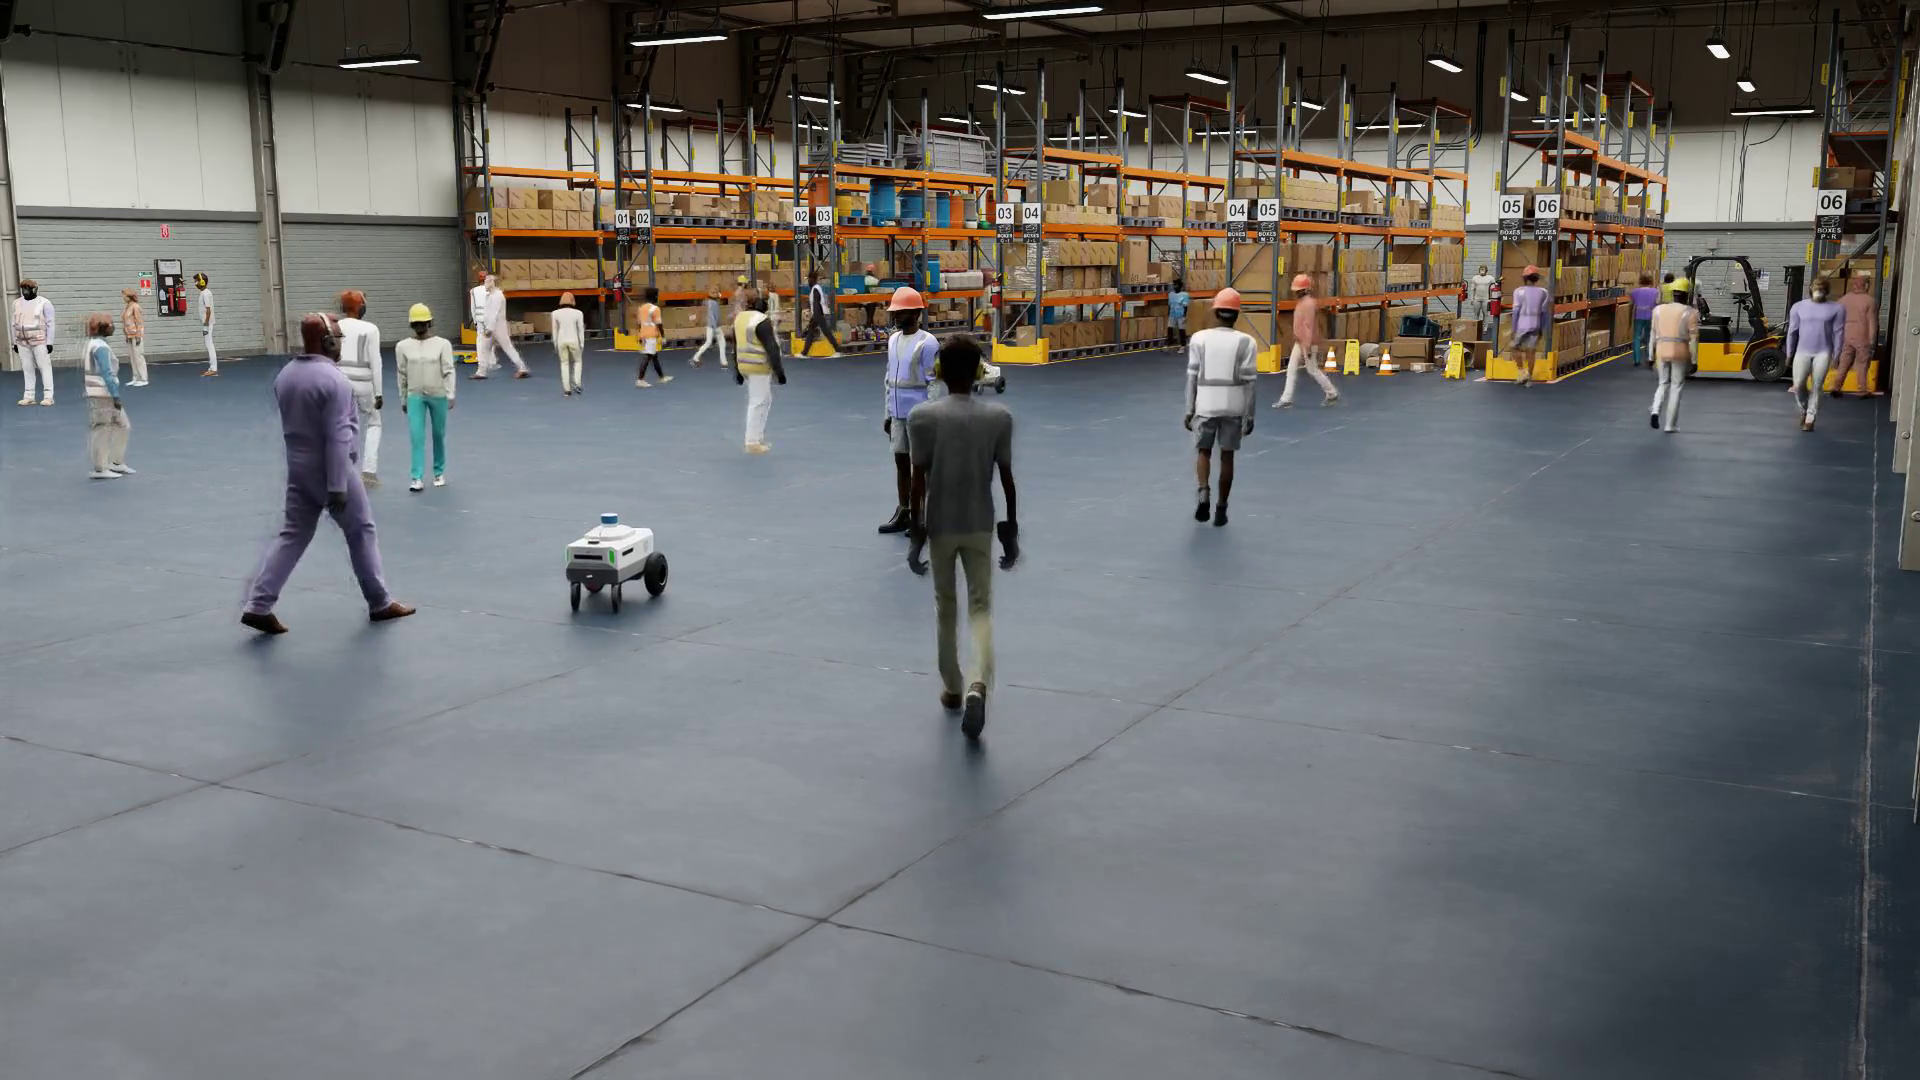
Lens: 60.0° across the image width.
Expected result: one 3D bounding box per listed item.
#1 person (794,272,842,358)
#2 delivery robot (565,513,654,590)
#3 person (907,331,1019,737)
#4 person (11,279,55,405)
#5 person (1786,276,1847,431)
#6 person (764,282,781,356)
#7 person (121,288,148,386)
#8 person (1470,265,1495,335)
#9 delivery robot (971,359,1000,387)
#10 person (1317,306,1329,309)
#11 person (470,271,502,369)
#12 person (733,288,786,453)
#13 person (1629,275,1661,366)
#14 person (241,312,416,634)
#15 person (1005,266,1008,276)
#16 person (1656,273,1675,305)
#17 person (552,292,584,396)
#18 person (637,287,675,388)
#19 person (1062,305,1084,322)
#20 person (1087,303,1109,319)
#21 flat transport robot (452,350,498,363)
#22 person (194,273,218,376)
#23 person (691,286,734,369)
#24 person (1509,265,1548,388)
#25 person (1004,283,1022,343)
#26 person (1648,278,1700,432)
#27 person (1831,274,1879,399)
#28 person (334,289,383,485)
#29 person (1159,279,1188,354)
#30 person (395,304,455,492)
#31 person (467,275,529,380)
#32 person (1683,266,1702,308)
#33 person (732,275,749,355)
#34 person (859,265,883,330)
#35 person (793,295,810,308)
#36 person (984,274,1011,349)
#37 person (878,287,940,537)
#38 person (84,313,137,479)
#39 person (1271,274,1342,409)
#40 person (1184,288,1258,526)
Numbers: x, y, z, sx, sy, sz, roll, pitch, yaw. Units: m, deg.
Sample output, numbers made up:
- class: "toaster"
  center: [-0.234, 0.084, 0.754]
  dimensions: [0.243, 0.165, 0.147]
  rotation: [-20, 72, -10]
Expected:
- class: "person"
  center: [-3.001, -4.797, 35.537]
  dimensions: [1.021, 1.847, 0.671]
  rotation: [-2, 10, -10]
- class: "delivery robot"
  center: [-2.198, 0.076, 10.462]
  dimensions: [0.477, 0.478, 0.707]
  rotation: [2, 10, 11]
- class: "person"
  center: [0.015, -0.040, 7.674]
  dimensions: [0.526, 1.842, 0.855]
  rotation: [0, 10, -2]
- class: "person"
  center: [-13.557, -2.887, 24.321]
  dimensions: [0.626, 1.846, 0.429]
  rotation: [1, 10, 4]
- class: "person"
  center: [10.623, -2.308, 20.681]
  dimensions: [0.653, 1.926, 0.432]
  rotation: [6, 11, 31]
- class: "person"
  center: [-4.091, -4.767, 35.965]
  dimensions: [0.496, 1.613, 0.553]
  rotation: [3, 10, 17]
- class: "person"
  center: [-13.867, -3.398, 27.917]
  dimensions: [0.310, 1.636, 0.523]
  rotation: [-9, 14, -44]
- class: "person"
  center: [14.473, -6.659, 46.124]
  dimensions: [0.636, 1.939, 0.362]
  rotation: [5, 11, 28]
- class: "delivery robot"
  center: [0.341, -2.621, 26.252]
  dimensions: [0.477, 0.478, 0.707]
  rotation: [6, 11, 29]
- class: "person"
  center: [8.704, -5.592, 40.137]
  dimensions: [0.525, 1.849, 0.785]
  rotation: [5, 11, 26]
- class: "person"
  center: [-9.176, -4.250, 32.184]
  dimensions: [0.576, 1.883, 0.354]
  rotation: [3, 10, 19]
- class: "person"
  center: [-2.188, -1.871, 18.431]
  dimensions: [0.564, 1.820, 0.629]
  rotation: [-6, 11, -32]
- class: "person"
  center: [13.639, -4.374, 33.144]
  dimensions: [0.593, 1.794, 0.955]
  rotation: [6, 11, 30]
- class: "person"
  center: [-3.735, -0.386, 9.653]
  dimensions: [0.656, 1.862, 1.011]
  rotation: [7, 12, 35]
- class: "person"
  center: [1.380, -6.826, 47.294]
  dimensions: [0.552, 1.869, 1.028]
  rotation: [6, 12, 33]
- class: "person"
  center: [16.024, -5.139, 37.642]
  dimensions: [0.622, 1.807, 0.926]
  rotation: [4, 11, 24]
- class: "person"
  center: [-6.123, -3.069, 26.061]
  dimensions: [0.502, 1.617, 0.491]
  rotation: [-1, 10, -4]
- class: "person"
  center: [-5.070, -3.363, 27.640]
  dimensions: [0.865, 1.648, 0.553]
  rotation: [-9, 13, -42]
- class: "person"
  center: [2.747, -5.537, 40.265]
  dimensions: [0.493, 1.700, 0.895]
  rotation: [4, 11, 23]
- class: "person"
  center: [3.880, -6.659, 46.241]
  dimensions: [0.633, 1.909, 0.911]
  rotation: [5, 11, 26]
- class: "flat transport robot"
  center: [-10.227, -3.769, 34.079]
  dimensions: [1.431, 0.197, 0.652]
  rotation: [5, 11, 28]
- class: "person"
  center: [-13.742, -3.917, 30.296]
  dimensions: [0.329, 1.865, 0.509]
  rotation: [-4, 11, -24]
- class: "person"
  center: [-4.813, -4.110, 32.172]
  dimensions: [0.783, 1.606, 0.491]
  rotation: [2, 10, 14]
- class: "person"
  center: [9.357, -3.512, 27.448]
  dimensions: [0.632, 2.022, 0.460]
  rotation: [-2, 10, -10]
- class: "person"
  center: [1.298, -5.832, 41.614]
  dimensions: [0.541, 1.822, 0.759]
  rotation: [5, 11, 27]
- class: "person"
  center: [8.809, -2.273, 20.529]
  dimensions: [0.443, 1.908, 0.611]
  rotation: [-9, 13, -42]
- class: "person"
  center: [13.686, -3.087, 25.362]
  dimensions: [0.455, 1.918, 0.673]
  rotation: [-4, 10, -22]
- class: "person"
  center: [-5.668, -1.408, 15.605]
  dimensions: [0.611, 1.861, 0.553]
  rotation: [1, 10, 7]
- class: "person"
  center: [4.741, -4.917, 36.707]
  dimensions: [0.553, 1.655, 0.819]
  rotation: [8, 12, 38]
- class: "person"
  center: [-4.976, -1.327, 15.509]
  dimensions: [0.530, 1.733, 0.784]
  rotation: [-2, 10, -13]
- class: "person"
  center: [-8.167, -3.753, 29.404]
  dimensions: [1.037, 1.857, 0.633]
  rotation: [-5, 11, -28]
- class: "person"
  center: [18.623, -6.042, 42.488]
  dimensions: [0.674, 1.939, 0.436]
  rotation: [3, 10, 15]
- class: "person"
  center: [-4.743, -4.956, 36.716]
  dimensions: [0.700, 1.740, 0.539]
  rotation: [1, 10, 7]
- class: "person"
  center: [-2.372, -6.334, 44.233]
  dimensions: [0.651, 1.942, 1.048]
  rotation: [5, 11, 28]
- class: "person"
  center: [-4.582, -6.912, 48.095]
  dimensions: [0.610, 1.810, 0.789]
  rotation: [4, 11, 24]
- class: "person"
  center: [0.930, -5.376, 39.036]
  dimensions: [0.624, 1.783, 0.908]
  rotation: [6, 11, 32]
- class: "person"
  center: [-0.403, -0.991, 12.945]
  dimensions: [0.356, 1.937, 0.552]
  rotation: [-10, 14, -44]
- class: "person"
  center: [-8.297, -1.408, 16.285]
  dimensions: [0.534, 1.618, 0.546]
  rotation: [-6, 11, -30]
- class: "person"
  center: [4.991, -2.816, 23.682]
  dimensions: [0.961, 1.939, 0.657]
  rotation: [-1, 10, -8]
- class: "person"
  center: [2.097, -1.059, 13.376]
  dimensions: [0.580, 1.923, 0.445]
  rotation: [3, 10, 16]
